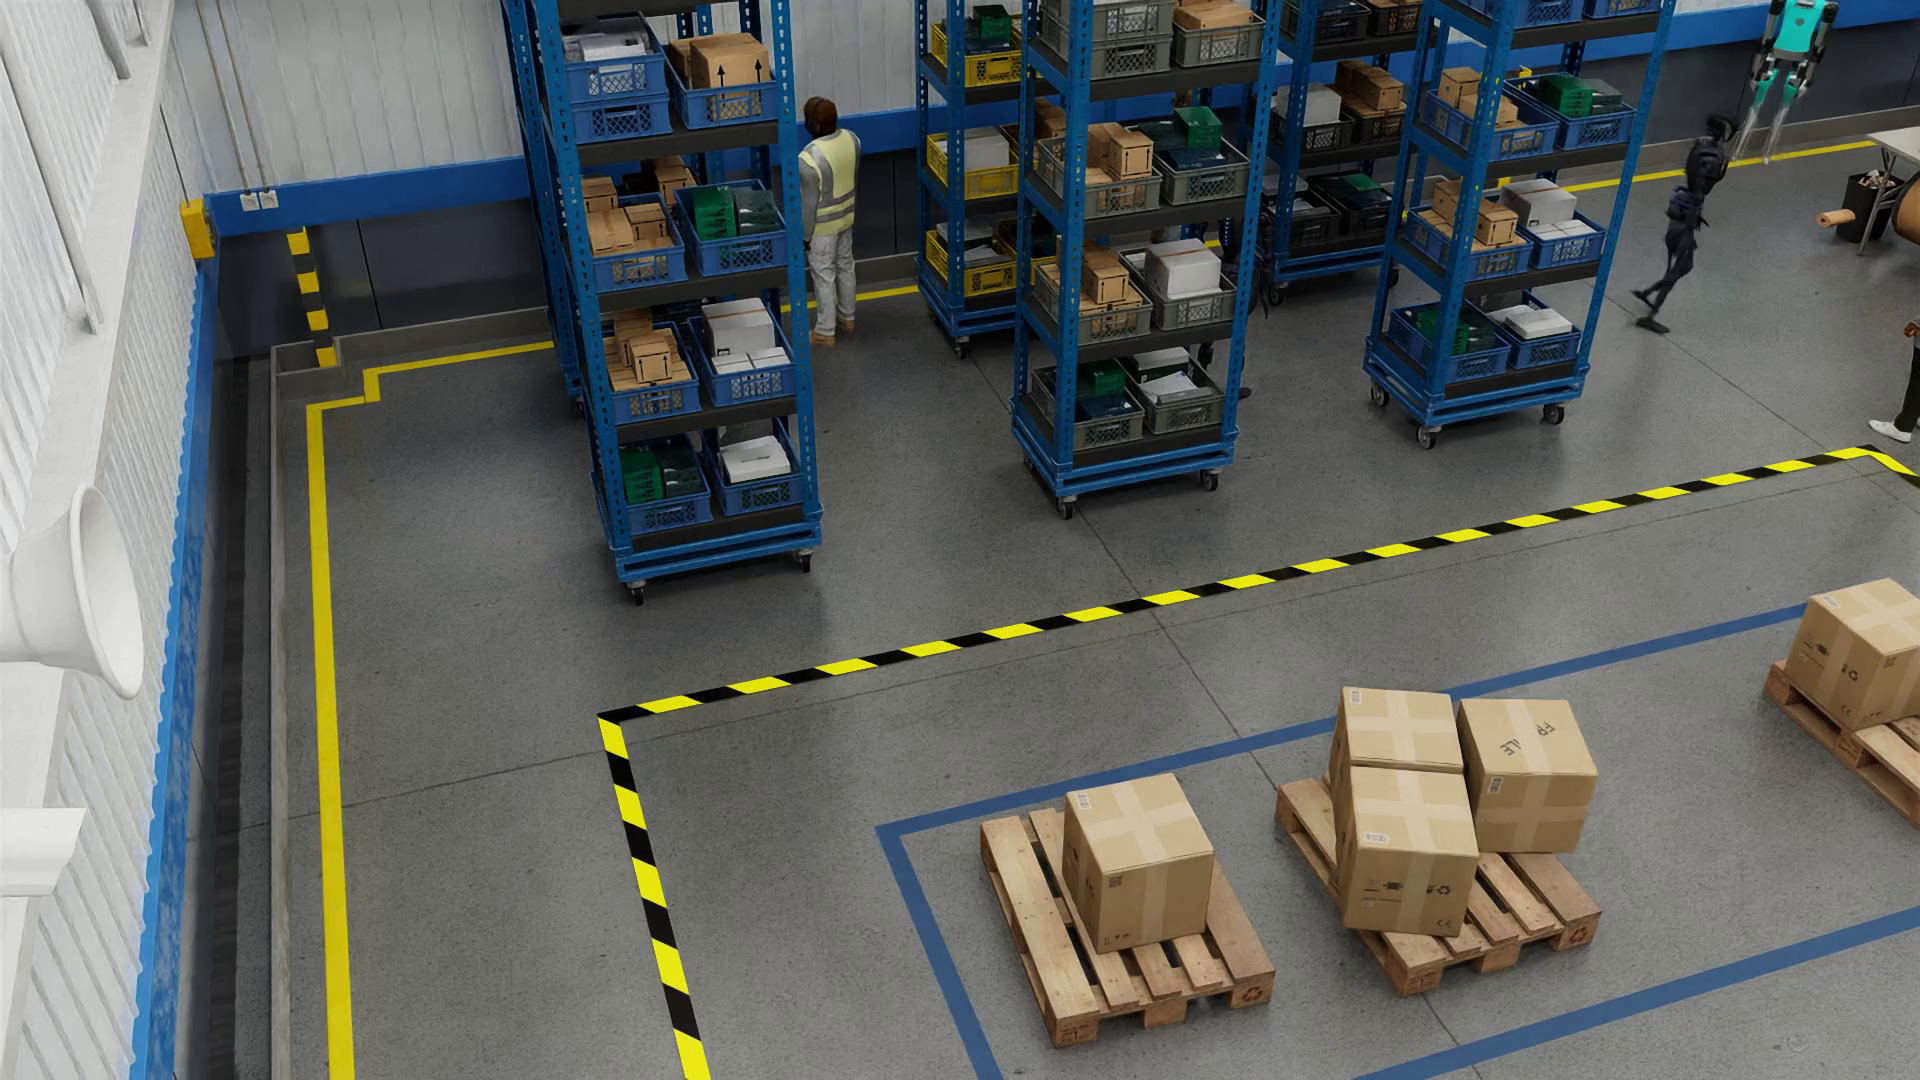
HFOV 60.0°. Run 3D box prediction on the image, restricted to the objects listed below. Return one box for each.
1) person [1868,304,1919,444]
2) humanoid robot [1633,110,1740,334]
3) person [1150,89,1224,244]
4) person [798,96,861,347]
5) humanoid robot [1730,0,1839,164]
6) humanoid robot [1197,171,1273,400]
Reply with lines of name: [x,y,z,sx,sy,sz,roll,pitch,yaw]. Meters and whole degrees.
person: [6.413,-1.490,10.796,0.587,1.851,0.387,-12,37,-16]
humanoid robot: [5.308,-2.359,12.176,0.383,1.635,0.589,15,38,20]
person: [1.599,-2.322,11.913,0.369,1.934,0.628,27,43,33]
person: [-0.967,-2.280,11.924,0.429,1.844,0.624,19,40,25]
humanoid robot: [7.262,-4.134,14.674,0.548,1.803,0.754,15,38,20]
humanoid robot: [1.818,-1.735,11.280,0.599,1.657,0.315,20,40,26]
